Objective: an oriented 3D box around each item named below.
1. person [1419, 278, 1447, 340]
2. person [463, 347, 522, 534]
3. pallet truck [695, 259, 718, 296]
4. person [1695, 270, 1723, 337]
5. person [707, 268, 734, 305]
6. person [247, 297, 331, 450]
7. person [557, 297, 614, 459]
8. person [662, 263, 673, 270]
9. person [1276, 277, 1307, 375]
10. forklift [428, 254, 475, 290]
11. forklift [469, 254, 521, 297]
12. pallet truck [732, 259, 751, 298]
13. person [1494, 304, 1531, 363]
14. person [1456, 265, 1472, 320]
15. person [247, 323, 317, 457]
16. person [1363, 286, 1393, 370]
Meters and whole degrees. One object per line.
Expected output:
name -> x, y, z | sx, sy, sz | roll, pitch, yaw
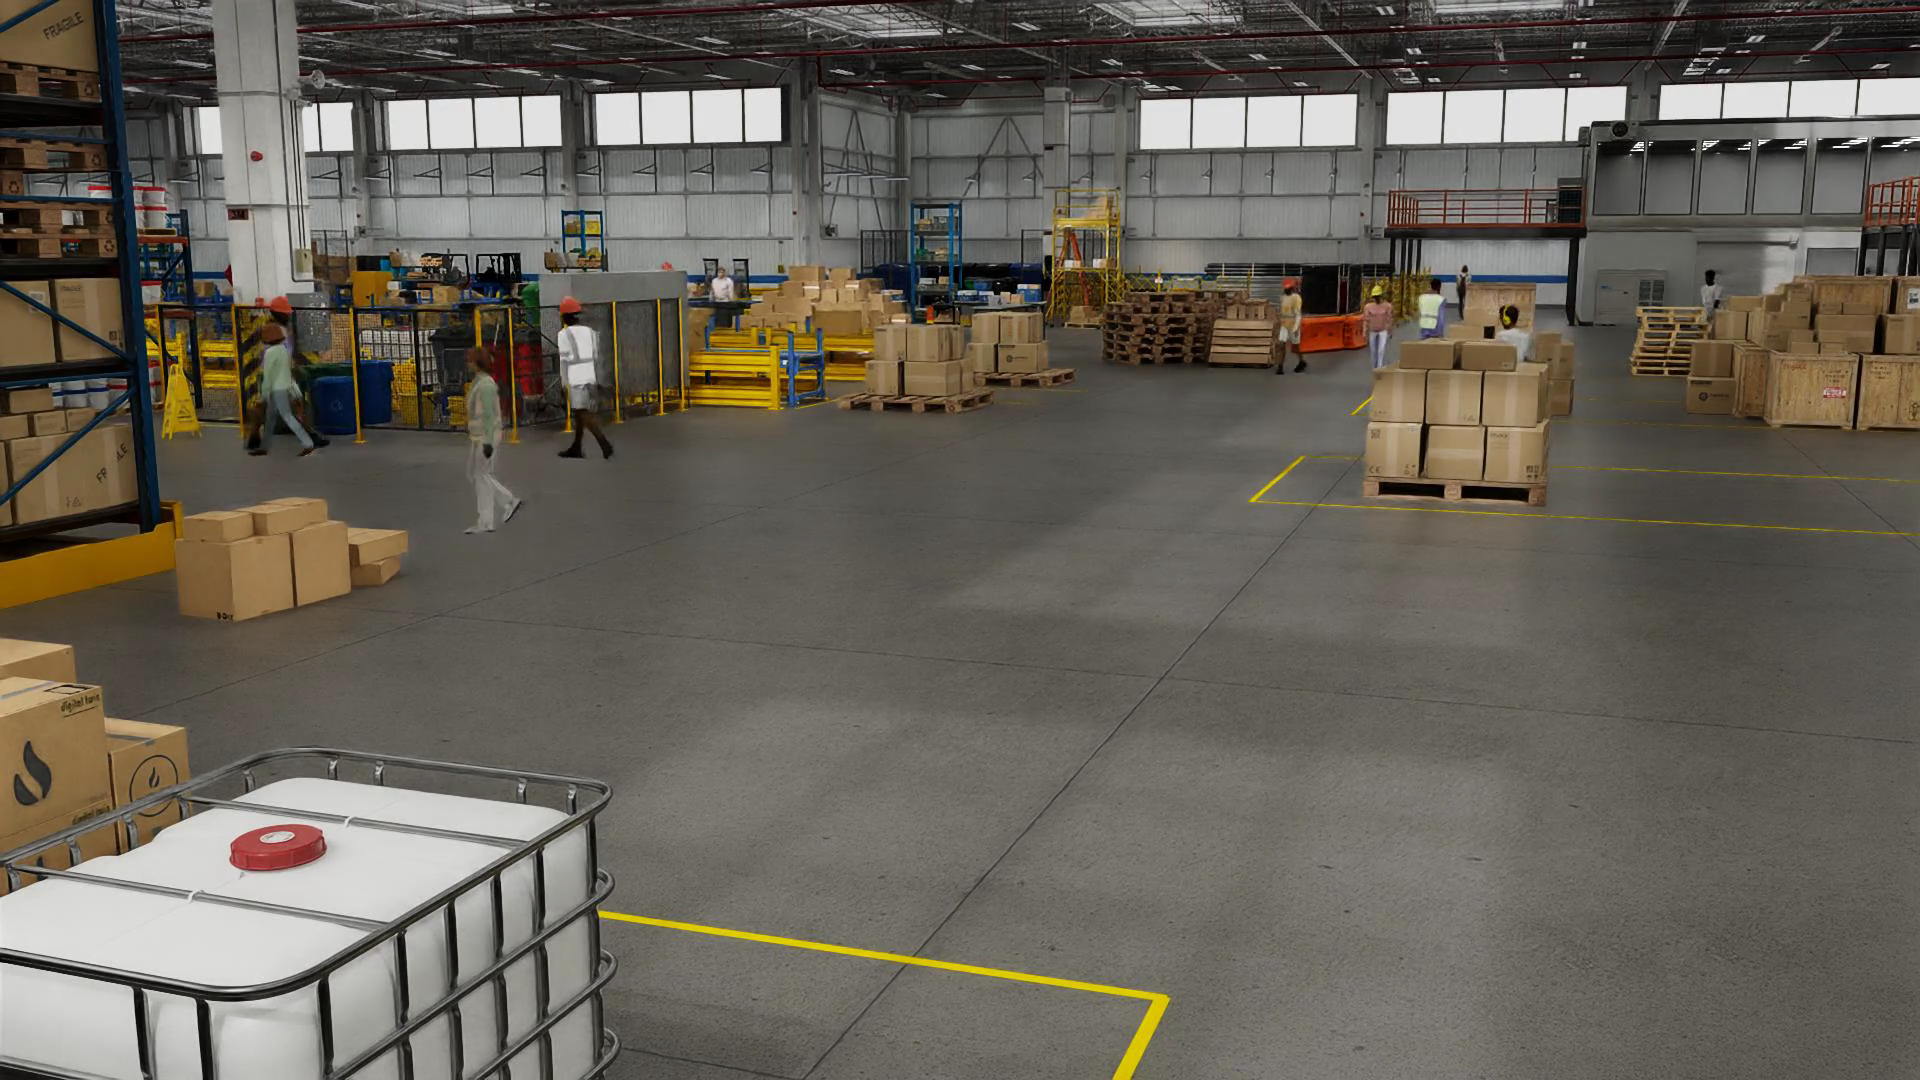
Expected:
person -> 8.819, -3.968, 31.188 | 0.617, 1.892, 0.599 | -8, 13, -39
person -> -4.116, -0.870, 14.477 | 0.438, 1.626, 0.530 | -5, 11, -24
pallet truck -> -9.165, -9.627, 62.776 | 0.823, 1.965, 1.885 | 4, 11, 23
person -> 17.243, -5.258, 38.394 | 1.012, 1.906, 0.608 | -6, 12, -29
person -> -6.688, -6.630, 46.289 | 0.667, 1.864, 0.958 | 4, 11, 23
person -> -8.303, -2.024, 20.318 | 1.014, 1.883, 0.547 | 1, 10, 6
person -> -4.352, -1.869, 19.361 | 0.832, 1.909, 0.546 | 5, 11, 25
person -> -7.701, -6.312, 44.023 | 0.608, 2.027, 0.482 | 6, 12, 30
person -> 6.435, -4.155, 32.253 | 0.545, 1.905, 0.831 | 9, 13, 41
forklift -> -20.133, -10.254, 65.465 | 1.157, 1.987, 2.680 | 3, 11, 19
forklift -> -17.990, -10.121, 64.684 | 1.157, 1.987, 2.680 | 3, 11, 17
pallet truck -> -7.986, -9.493, 62.019 | 0.823, 1.965, 1.885 | 3, 11, 17
person -> 6.382, -1.818, 19.267 | 0.511, 1.830, 0.853 | -5, 11, -24
person -> 16.868, -8.259, 55.549 | 0.548, 1.821, 0.730 | 6, 12, 31
person -> -8.019, -1.761, 19.612 | 0.838, 1.593, 0.516 | 0, 10, -3
person -> 7.863, -3.910, 31.336 | 0.534, 1.712, 0.892 | 4, 11, 20
